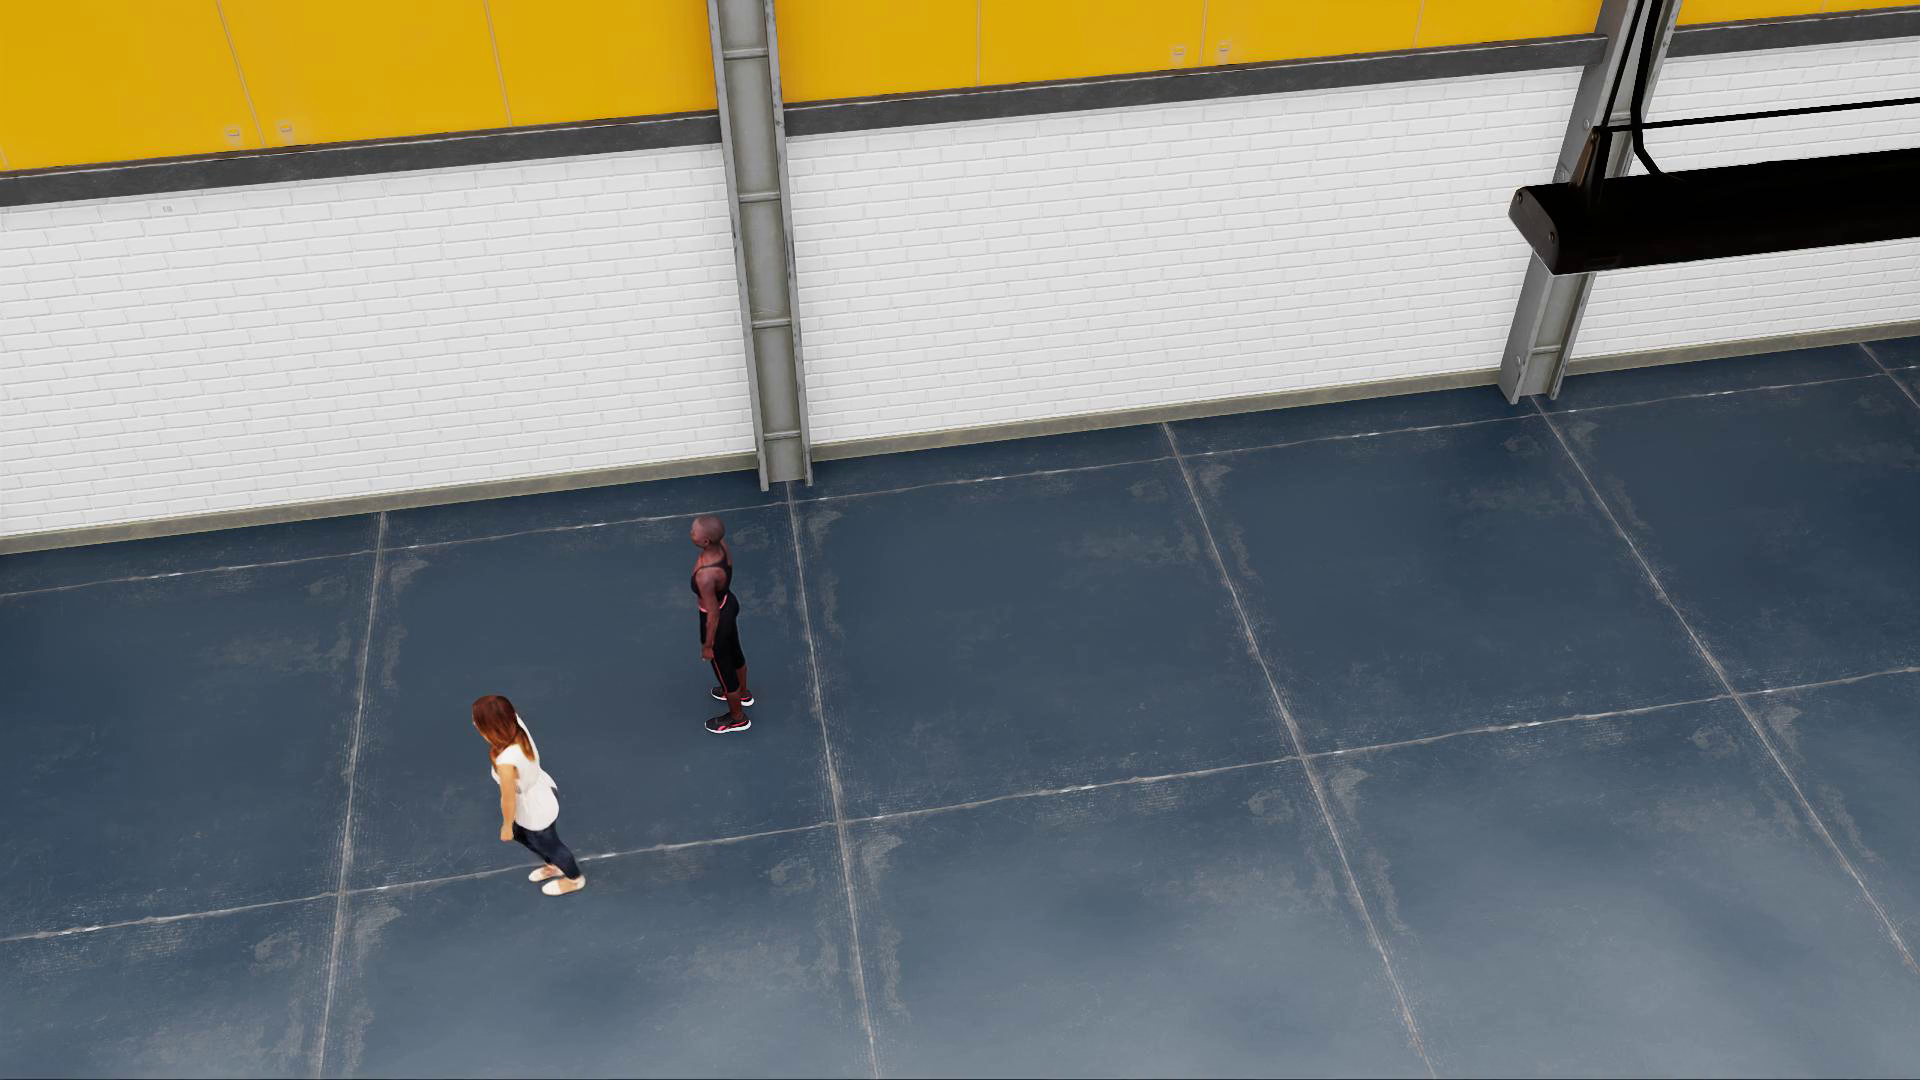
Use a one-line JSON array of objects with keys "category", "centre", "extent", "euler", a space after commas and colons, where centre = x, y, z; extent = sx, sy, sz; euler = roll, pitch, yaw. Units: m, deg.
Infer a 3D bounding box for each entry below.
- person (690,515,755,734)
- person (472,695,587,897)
[{"category": "person", "centre": [-1.488, 0.508, 10.351], "extent": [0.604, 1.758, 0.640], "euler": [3, 44, 3]}, {"category": "person", "centre": [-2.299, 1.458, 9.349], "extent": [0.596, 1.766, 0.590], "euler": [-9, 44, -10]}]
